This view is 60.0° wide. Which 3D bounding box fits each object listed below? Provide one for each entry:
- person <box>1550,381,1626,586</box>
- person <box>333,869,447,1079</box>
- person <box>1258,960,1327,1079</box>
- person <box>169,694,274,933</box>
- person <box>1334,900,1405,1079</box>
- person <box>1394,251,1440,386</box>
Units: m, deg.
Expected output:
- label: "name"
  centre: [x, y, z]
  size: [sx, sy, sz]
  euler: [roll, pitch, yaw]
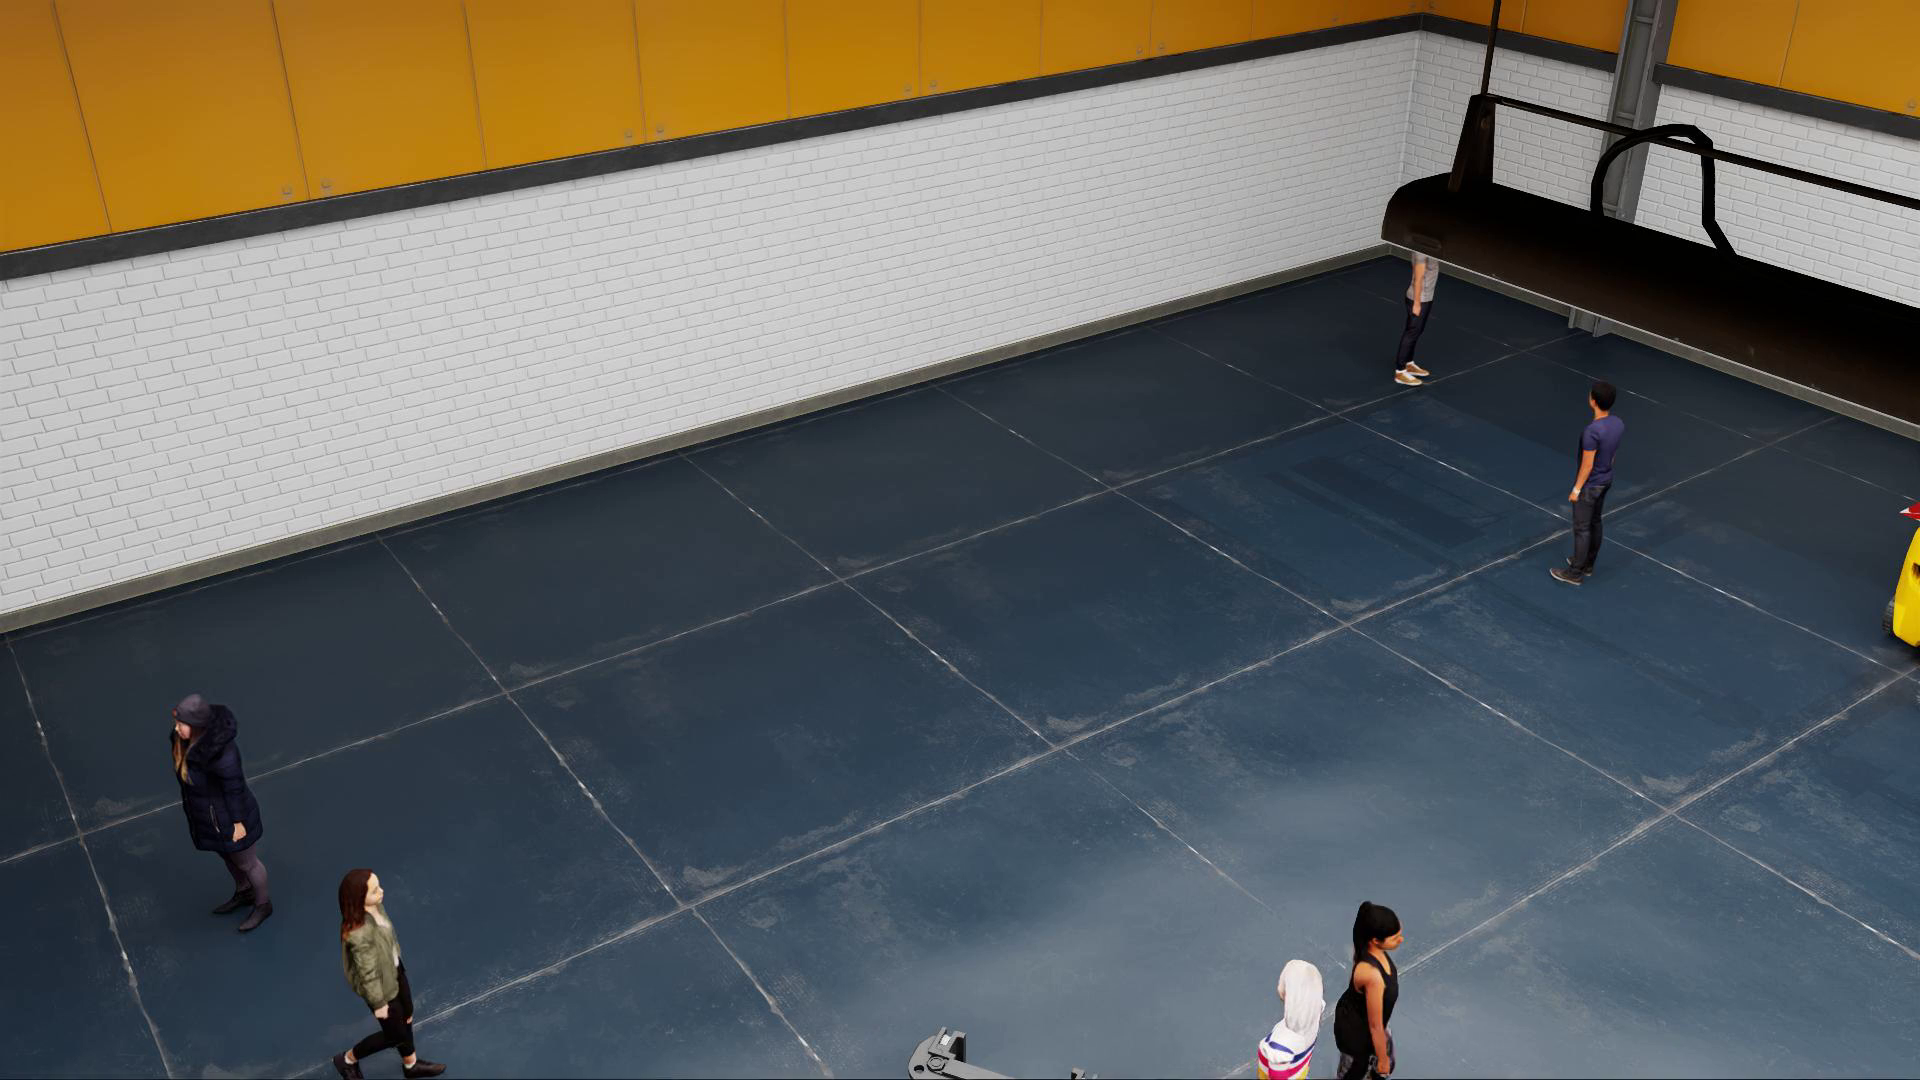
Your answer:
- label: "person"
  centre: [5.275, -0.473, 13.849]
  size: [0.655, 1.789, 0.551]
  euler: [-22, 36, -35]
- label: "person"
  centre: [-3.175, 2.387, 8.940]
  size: [0.860, 1.469, 0.847]
  euler: [-2, 29, -4]
- label: "person"
  centre: [1.563, 2.719, 7.977]
  size: [0.643, 1.808, 0.712]
  euler: [18, 33, 29]
- label: "person"
  centre: [-4.475, 1.635, 10.104]
  size: [0.685, 1.675, 0.809]
  euler: [20, 35, 32]
- label: "person"
  centre: [1.980, 2.500, 8.540]
  size: [0.877, 1.654, 0.817]
  euler: [4, 29, 8]
- label: "person"
  centre: [4.871, -2.584, 17.614]
  size: [0.696, 1.890, 0.711]
  euler: [15, 32, 25]
